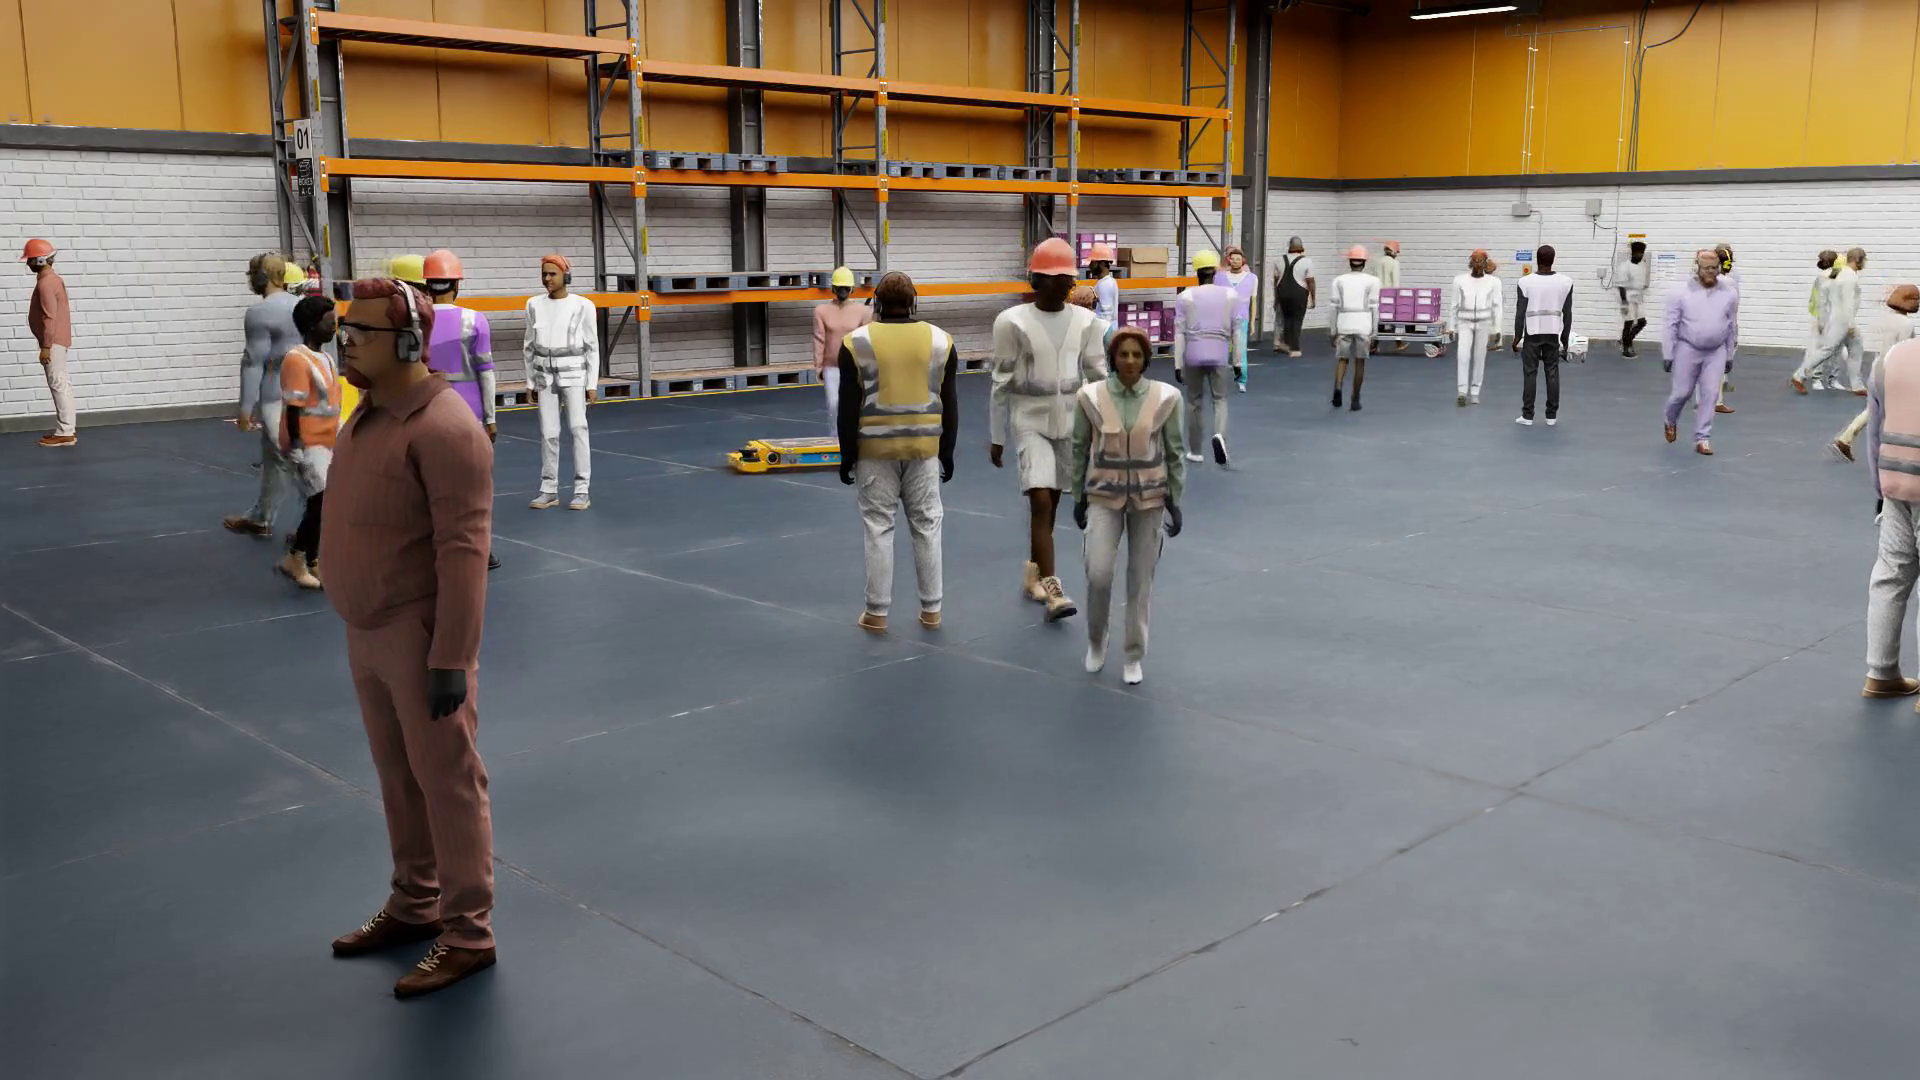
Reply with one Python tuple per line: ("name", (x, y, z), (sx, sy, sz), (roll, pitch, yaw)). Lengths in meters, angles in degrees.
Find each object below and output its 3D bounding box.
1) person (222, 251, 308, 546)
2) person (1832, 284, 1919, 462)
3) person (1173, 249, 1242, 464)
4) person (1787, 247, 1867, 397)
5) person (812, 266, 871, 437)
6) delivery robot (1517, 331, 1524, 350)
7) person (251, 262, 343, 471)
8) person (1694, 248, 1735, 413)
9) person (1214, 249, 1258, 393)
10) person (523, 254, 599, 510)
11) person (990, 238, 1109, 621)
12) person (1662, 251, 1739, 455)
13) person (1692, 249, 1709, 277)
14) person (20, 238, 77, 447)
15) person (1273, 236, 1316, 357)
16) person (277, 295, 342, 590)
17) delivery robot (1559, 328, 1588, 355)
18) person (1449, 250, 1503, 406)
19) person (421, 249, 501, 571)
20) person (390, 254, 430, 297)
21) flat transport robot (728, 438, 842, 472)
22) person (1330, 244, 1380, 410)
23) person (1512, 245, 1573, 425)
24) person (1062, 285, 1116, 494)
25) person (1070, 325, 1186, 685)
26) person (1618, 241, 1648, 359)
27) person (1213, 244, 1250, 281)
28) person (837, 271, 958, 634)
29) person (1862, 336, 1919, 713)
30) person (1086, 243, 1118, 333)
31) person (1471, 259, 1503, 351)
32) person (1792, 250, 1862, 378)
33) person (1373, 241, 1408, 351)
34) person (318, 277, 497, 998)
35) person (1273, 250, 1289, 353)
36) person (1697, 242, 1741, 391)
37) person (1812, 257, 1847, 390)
("person", (-4.536, -0.898, 10.796), (0.900, 1.906, 0.655), (1, 10, 5))
("person", (8.208, -1.460, 14.685), (0.789, 1.604, 0.498), (0, 10, 0))
("person", (2.180, -1.602, 14.639), (0.612, 1.908, 0.692), (0, 10, -2))
("person", (11.018, -2.736, 20.913), (1.011, 1.891, 0.639), (6, 12, 28))
("person", (-1.036, -1.525, 14.664), (0.520, 1.753, 0.461), (0, 10, 0))
("delivery robot", (9.459, -3.292, 27.291), (0.477, 0.478, 0.707), (-6, 12, -31))
("person", (-5.666, -1.496, 14.376), (0.894, 1.802, 0.598), (-3, 11, -15))
("person", (8.655, -2.383, 19.004), (0.328, 1.872, 0.514), (-4, 11, -22))
("person", (3.547, -2.828, 21.487), (0.565, 1.850, 0.390), (3, 11, 14))
("person", (-2.951, -1.159, 12.296), (0.572, 1.883, 0.358), (2, 11, 13))
("person", (0.523, -0.579, 8.815), (0.630, 1.993, 1.013), (-4, 11, -20))
("person", (6.920, -1.763, 15.611), (0.649, 1.883, 0.749), (1, 10, 7))
("person", (11.015, -3.368, 24.510), (0.529, 1.828, 0.680), (-3, 11, -15))
("person", (-8.765, -1.900, 16.033), (0.379, 1.994, 0.611), (-4, 11, -21))
("person", (5.651, -4.100, 27.900), (0.715, 2.000, 0.634), (8, 13, 38))
("person", (-3.642, -0.532, 9.374), (0.349, 1.687, 0.569), (0, 10, -2))
("delivery robot", (9.707, -3.165, 26.603), (0.477, 0.478, 0.707), (-3, 11, -18))
("person", (6.135, -2.509, 19.786), (0.599, 1.834, 0.955), (3, 11, 15))
("person", (-3.041, -0.757, 9.946), (0.545, 1.941, 0.351), (-1, 10, -3))
("person", (-3.420, -0.833, 10.457), (0.607, 1.899, 0.578), (-6, 12, -31))
("flat transport robot", (-1.264, -0.764, 14.538), (1.431, 0.197, 0.652), (-3, 11, -18))
("person", (4.539, -2.435, 19.166), (0.550, 1.919, 0.539), (5, 11, 23))
("person", (6.228, -2.184, 17.790), (0.598, 1.915, 0.375), (1, 10, 3))
("person", (0.960, -1.165, 12.994), (0.523, 1.638, 0.311), (3, 11, 16))
("person", (0.753, -0.148, 7.475), (0.514, 1.627, 0.363), (1, 10, 4))
("person", (11.045, -3.922, 27.237), (0.668, 1.929, 0.503), (-5, 12, -26))
("person", (4.188, -3.659, 25.917), (0.656, 1.892, 0.421), (2, 11, 9))
("person", (-0.323, -0.443, 8.502), (0.630, 1.842, 0.429), (-3, 11, -14))
("person", (4.159, -0.181, 7.090), (0.430, 1.839, 0.619), (-3, 11, -14))
("person", (1.448, -2.060, 17.049), (0.347, 1.942, 0.544), (1, 10, 7))
("person", (9.248, -4.117, 29.224), (0.701, 1.579, 0.515), (4, 11, 20))
("person", (12.319, -3.183, 23.503), (0.613, 1.821, 0.800), (-7, 13, -35))
("person", (7.503, -4.281, 29.214), (0.966, 1.928, 0.639), (-7, 13, -35))
("person", (-1.508, 0.256, 4.502), (0.408, 1.913, 0.642), (-10, 14, -42))
("person", (5.632, -4.083, 28.441), (0.599, 1.816, 0.445), (10, 14, 43))
("person", (9.822, -2.855, 21.463), (0.577, 1.905, 0.652), (-6, 12, -29))
("person", (11.491, -2.835, 21.816), (0.492, 1.742, 0.323), (-2, 11, -9))
